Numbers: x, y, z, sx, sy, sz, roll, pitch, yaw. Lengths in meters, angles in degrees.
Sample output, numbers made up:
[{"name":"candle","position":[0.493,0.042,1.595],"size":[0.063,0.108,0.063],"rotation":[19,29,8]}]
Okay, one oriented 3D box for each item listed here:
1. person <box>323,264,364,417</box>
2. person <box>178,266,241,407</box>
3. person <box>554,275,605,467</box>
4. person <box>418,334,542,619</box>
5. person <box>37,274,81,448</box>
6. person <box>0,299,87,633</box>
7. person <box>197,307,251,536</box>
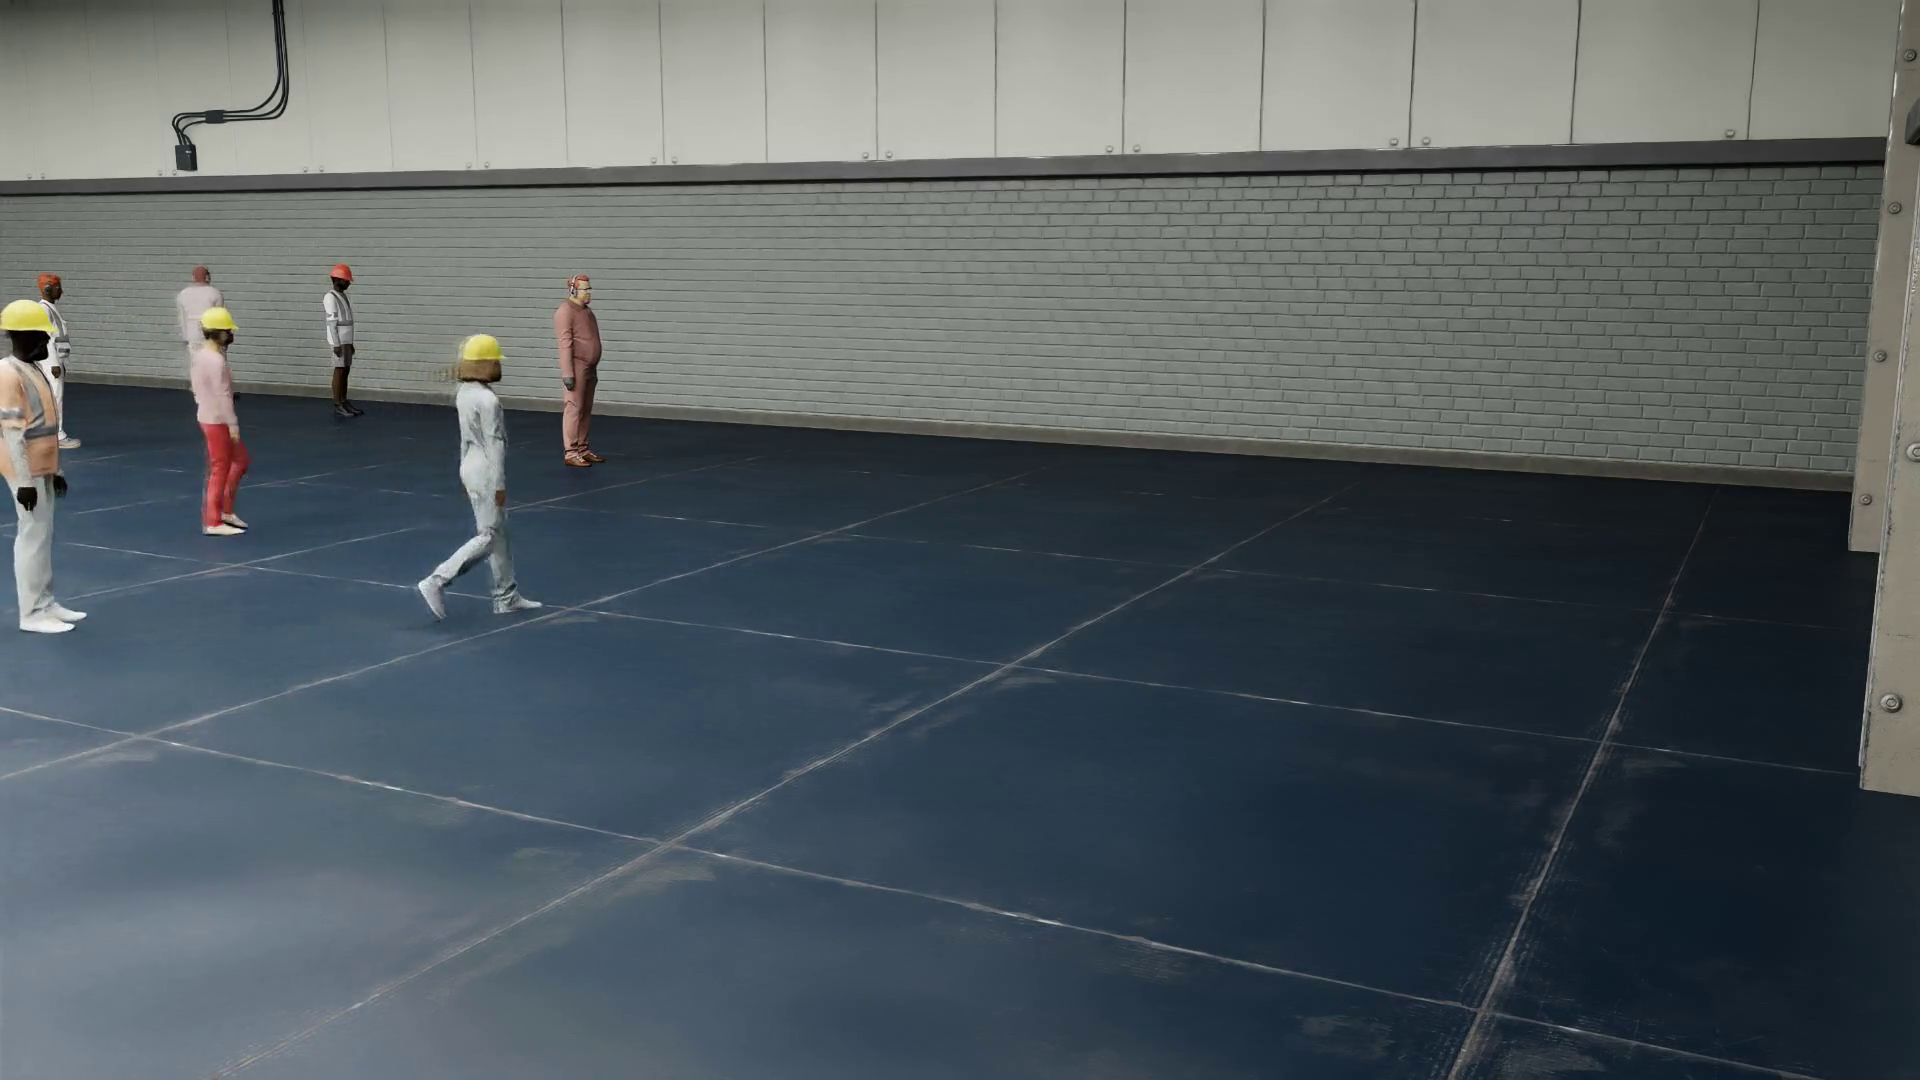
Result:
[{"name":"person","position":[-7.824,-2.524,21.100],"size":[0.362,1.934,0.543],"rotation":[0,10,-3]},{"name":"person","position":[-10.156,-2.754,22.519],"size":[0.679,1.864,0.933],"rotation":[0,10,3]},{"name":"person","position":[-3.778,-1.691,16.632],"size":[0.402,1.906,0.652],"rotation":[2,11,10]},{"name":"person","position":[-2.896,-0.368,9.930],"size":[0.705,1.719,0.488],"rotation":[-7,13,-34]},{"name":"person","position":[-9.795,-1.932,18.009],"size":[0.355,1.883,0.576],"rotation":[-5,11,-25]},{"name":"person","position":[-5.384,-0.428,9.688],"size":[0.378,1.927,0.590],"rotation":[-3,11,-16]},{"name":"person","position":[-5.626,-0.900,12.746],"size":[0.460,1.749,0.543],"rotation":[-6,12,-30]}]
